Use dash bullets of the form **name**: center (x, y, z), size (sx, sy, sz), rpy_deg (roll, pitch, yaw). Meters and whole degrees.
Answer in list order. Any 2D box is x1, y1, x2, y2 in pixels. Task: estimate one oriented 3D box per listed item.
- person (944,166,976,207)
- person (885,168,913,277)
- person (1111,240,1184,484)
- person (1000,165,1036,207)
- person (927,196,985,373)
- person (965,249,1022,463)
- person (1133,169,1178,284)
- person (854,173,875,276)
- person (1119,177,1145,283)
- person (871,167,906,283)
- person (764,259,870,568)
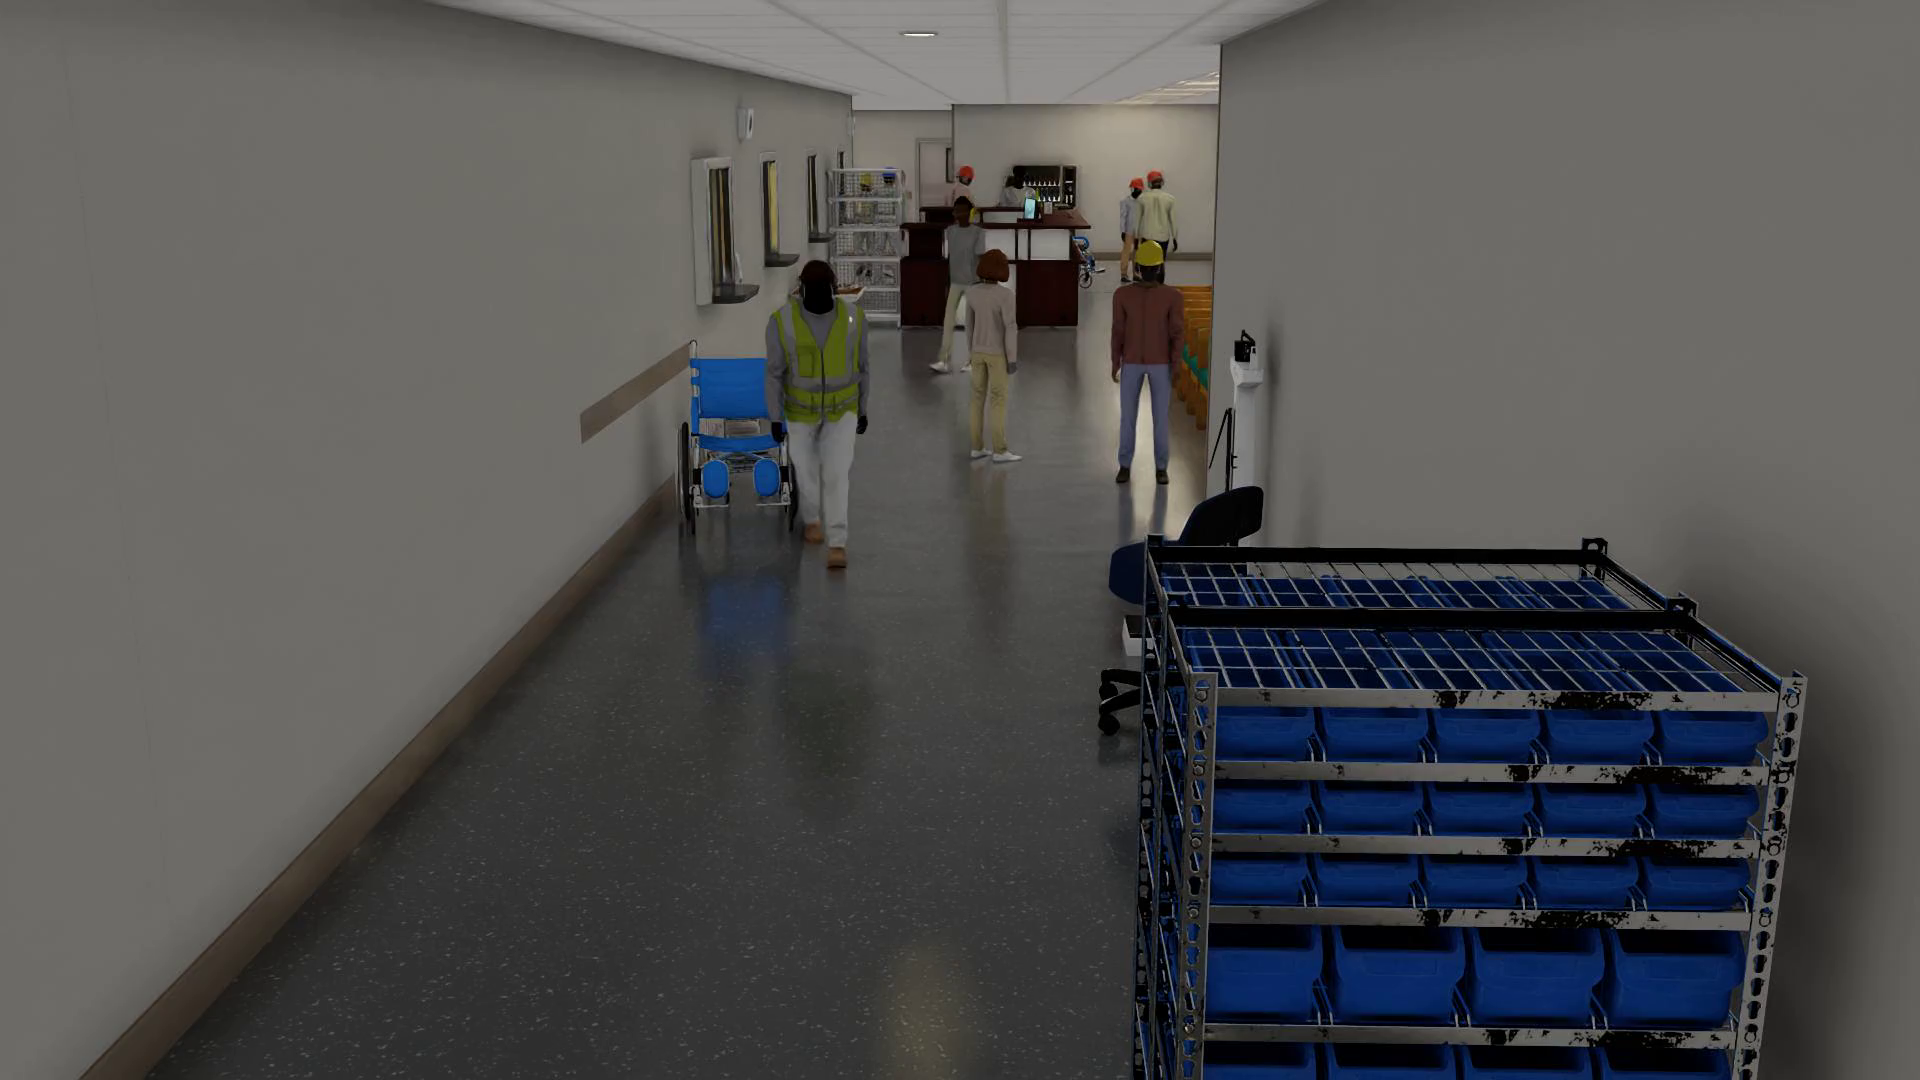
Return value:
- **person**: center (0.004, -5.187, 27.484), size (0.961, 1.931, 0.639), rpy_deg (-10, 17, -35)
- **person**: center (-1.047, -5.485, 28.807), size (0.548, 1.879, 0.686), rpy_deg (-5, 15, -20)
- **person**: center (1.342, -1.267, 11.961), size (0.522, 1.760, 0.343), rpy_deg (3, 14, 11)
- **person**: center (0.949, -5.103, 27.094), size (0.609, 1.963, 0.369), rpy_deg (-2, 14, -9)
- **person**: center (-0.009, -2.645, 17.366), size (0.562, 1.841, 0.769), rpy_deg (8, 16, 30)
- **person**: center (0.246, -1.415, 12.807), size (0.284, 1.633, 0.501), rpy_deg (-13, 19, -43)
- **person**: center (2.922, -4.536, 24.832), size (0.657, 1.956, 0.859), rpy_deg (0, 14, 1)
- **person**: center (-1.654, -5.498, 29.041), size (0.588, 1.800, 0.524), rpy_deg (1, 14, 5)
- **person**: center (2.936, -5.211, 27.986), size (0.564, 1.743, 0.352), rpy_deg (-9, 16, -32)
- **person**: center (-1.161, -5.076, 27.059), size (0.600, 1.939, 0.421), rpy_deg (3, 14, 12)
- **person**: center (-0.850, -0.785, 9.949), size (0.634, 1.789, 0.975), rpy_deg (-2, 14, -8)
